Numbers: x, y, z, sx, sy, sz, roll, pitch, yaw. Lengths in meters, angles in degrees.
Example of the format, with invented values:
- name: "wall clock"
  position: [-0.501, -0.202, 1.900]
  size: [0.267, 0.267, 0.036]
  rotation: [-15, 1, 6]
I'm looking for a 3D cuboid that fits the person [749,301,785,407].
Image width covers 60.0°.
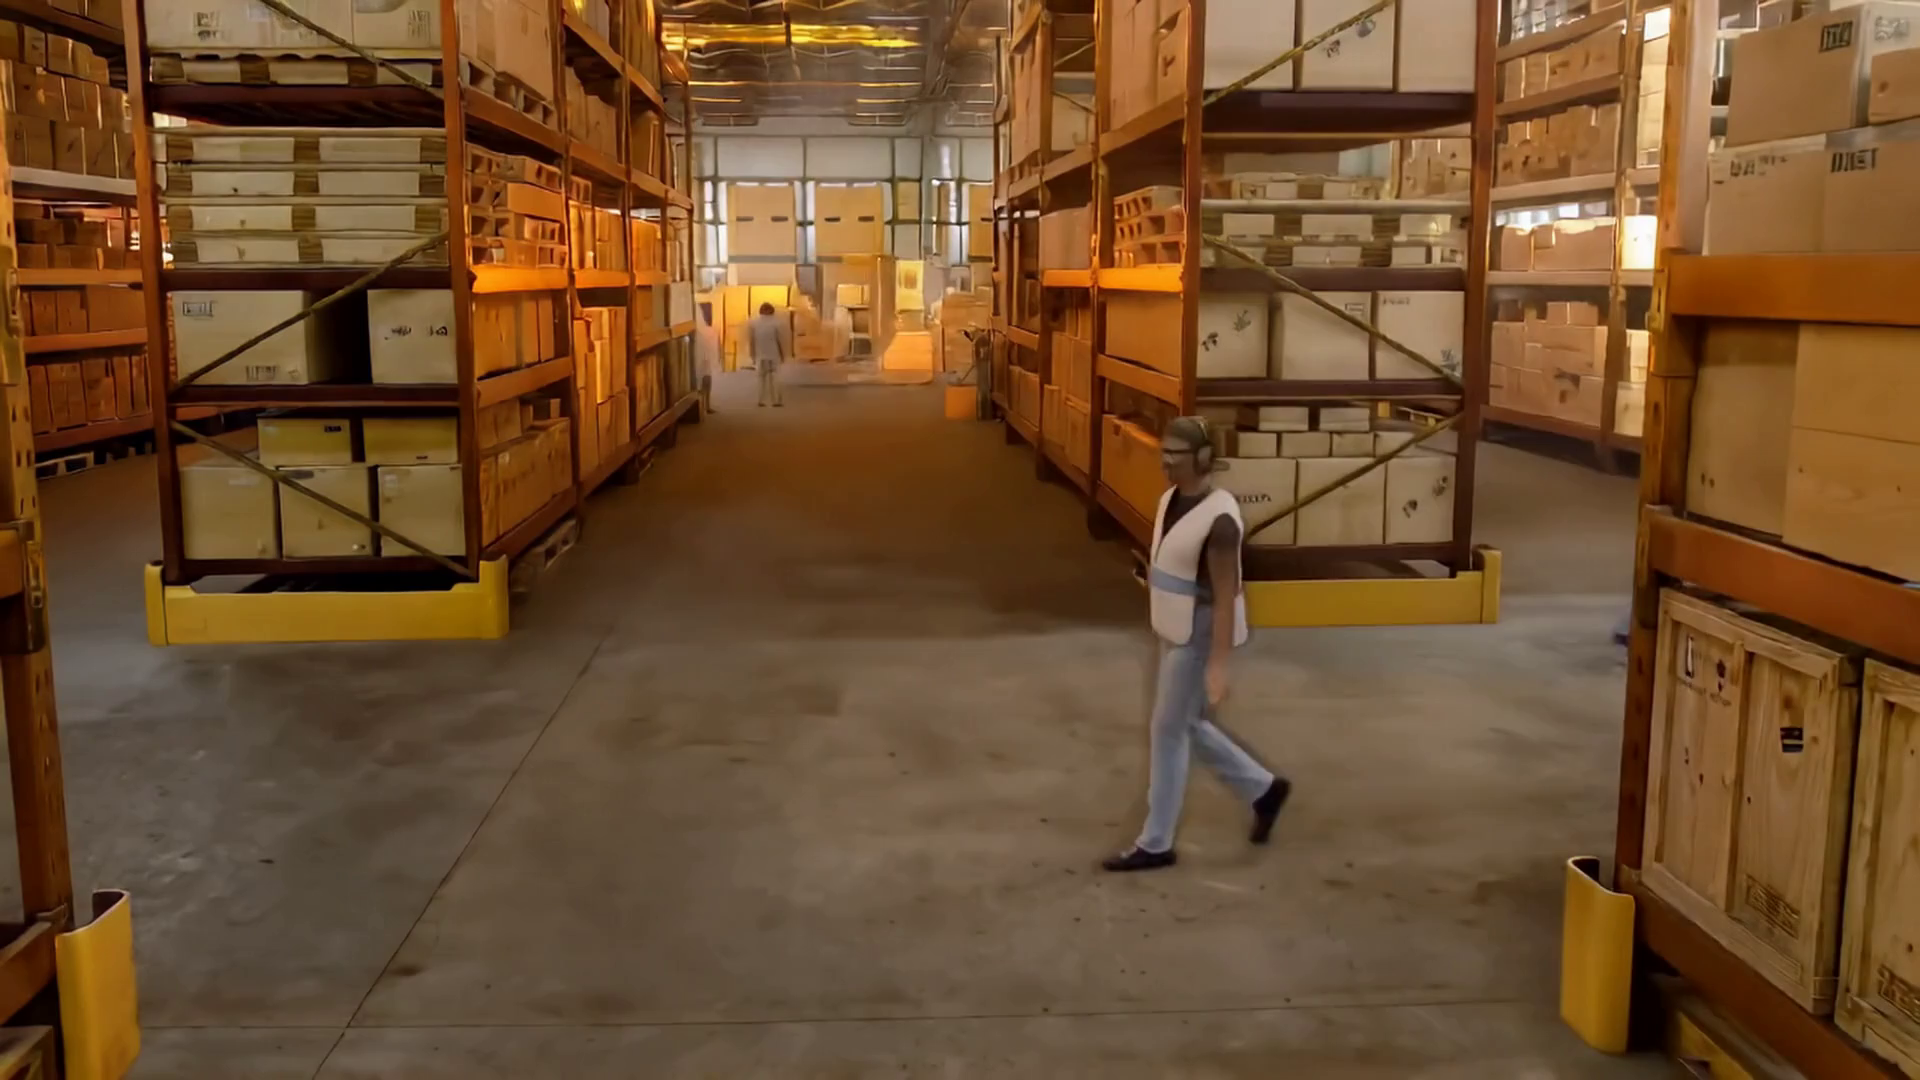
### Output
- name: "person"
  position: [-3.429, -3.322, 29.747]
  size: [0.652, 1.904, 0.402]
  rotation: [2, 9, 10]

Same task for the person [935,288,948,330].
- name: "person"
  position: [-0.524, -7.284, 54.513]
  size: [0.632, 1.938, 0.359]
  rotation: [5, 10, 28]

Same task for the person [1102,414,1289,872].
- name: "person"
  position: [0.959, 0.401, 6.602]
  size: [0.775, 1.823, 0.578]
  rotation: [-2, 9, -12]

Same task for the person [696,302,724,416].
- name: "person"
  position: [-4.231, -3.051, 28.029]
  size: [0.984, 1.902, 0.677]
  rotation: [9, 13, 44]

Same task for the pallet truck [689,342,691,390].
- name: "pallet truck"
  position: [-5.225, -3.008, 27.480]
  size: [1.885, 1.965, 0.823]
  rotation: [2, 9, 14]

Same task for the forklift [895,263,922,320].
- name: "forklift"
  position: [-1.987, -9.022, 62.479]
  size: [1.129, 2.768, 1.873]
  rotation: [-1, 9, -4]

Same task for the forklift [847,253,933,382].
- name: "forklift"
  position: [-1.565, -4.902, 36.610]
  size: [1.873, 2.768, 1.129]
  rotation: [-1, 9, -4]

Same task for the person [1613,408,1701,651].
- name: "person"
  position: [4.427, -0.056, 10.201]
  size: [0.806, 1.599, 0.510]
  rotation: [-1, 9, -3]

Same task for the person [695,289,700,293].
- name: "person"
  position: [-9.887, -8.742, 64.072]
  size: [0.842, 1.835, 0.595]
  rotation: [-1, 9, -9]
